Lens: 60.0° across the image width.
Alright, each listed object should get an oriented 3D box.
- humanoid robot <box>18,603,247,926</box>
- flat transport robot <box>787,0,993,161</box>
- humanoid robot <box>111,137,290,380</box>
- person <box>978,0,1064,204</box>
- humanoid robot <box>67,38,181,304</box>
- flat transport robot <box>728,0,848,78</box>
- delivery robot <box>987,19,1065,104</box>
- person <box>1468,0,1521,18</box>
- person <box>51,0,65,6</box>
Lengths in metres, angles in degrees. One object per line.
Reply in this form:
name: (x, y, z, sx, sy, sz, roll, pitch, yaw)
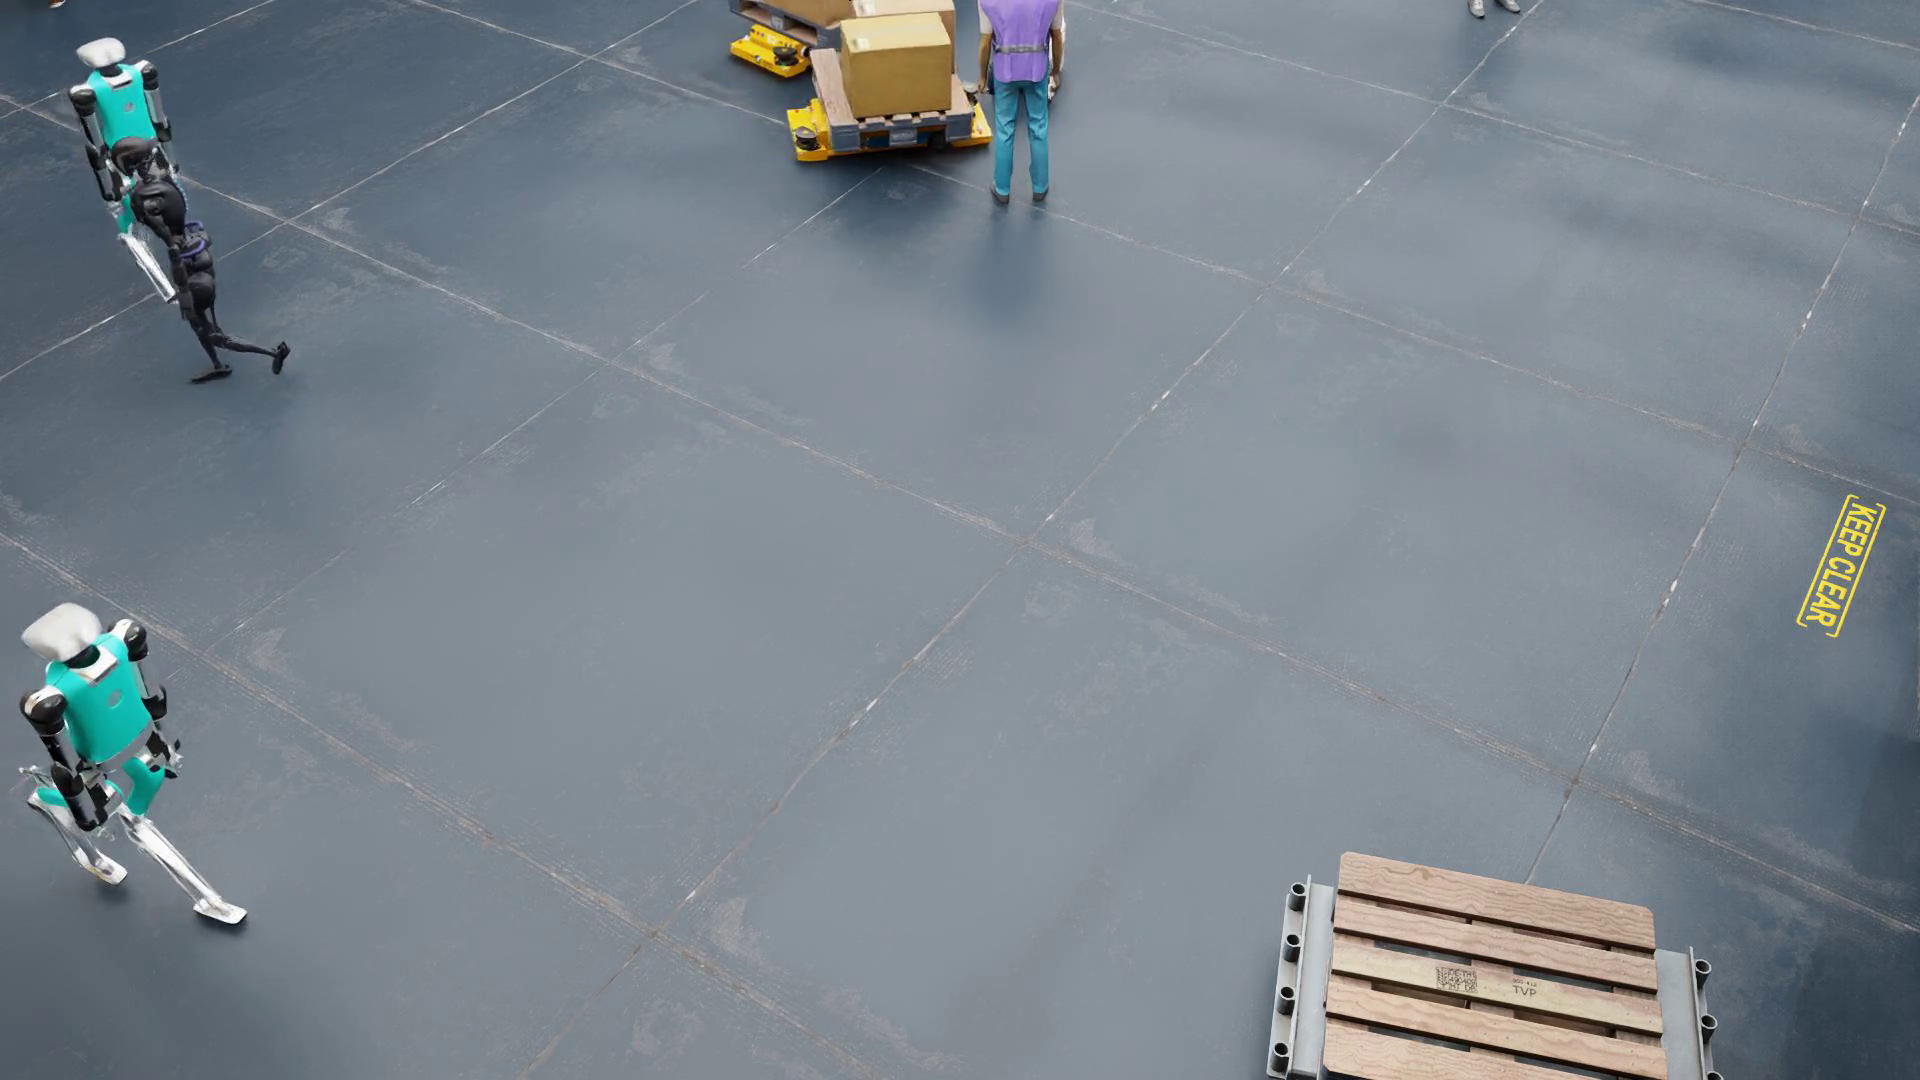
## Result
humanoid robot: (-3.529, 0.891, 6.715, 1.031, 1.759, 0.538, 16, 44, 17)
flat transport robot: (-0.525, -3.078, 12.223, 1.431, 0.231, 0.659, -8, 42, -8)
humanoid robot: (-4.336, -1.611, 9.537, 0.603, 1.622, 0.609, -14, 44, -15)
person: (0.398, -3.087, 11.057, 0.563, 1.838, 0.391, -2, 42, -2)
humanoid robot: (-5.215, -2.315, 10.296, 0.891, 1.781, 0.550, 26, 48, 26)
flat transport robot: (-1.107, -4.139, 13.411, 0.659, 0.231, 1.431, 31, 50, 30)
delivery robot: (0.542, -3.713, 12.717, 0.499, 0.591, 0.768, 14, 44, 15)
person: (4.462, -5.197, 13.341, 0.554, 1.941, 0.417, -10, 43, -11)
person: (-7.649, -5.274, 13.490, 0.500, 1.862, 0.416, 0, 42, 1)
